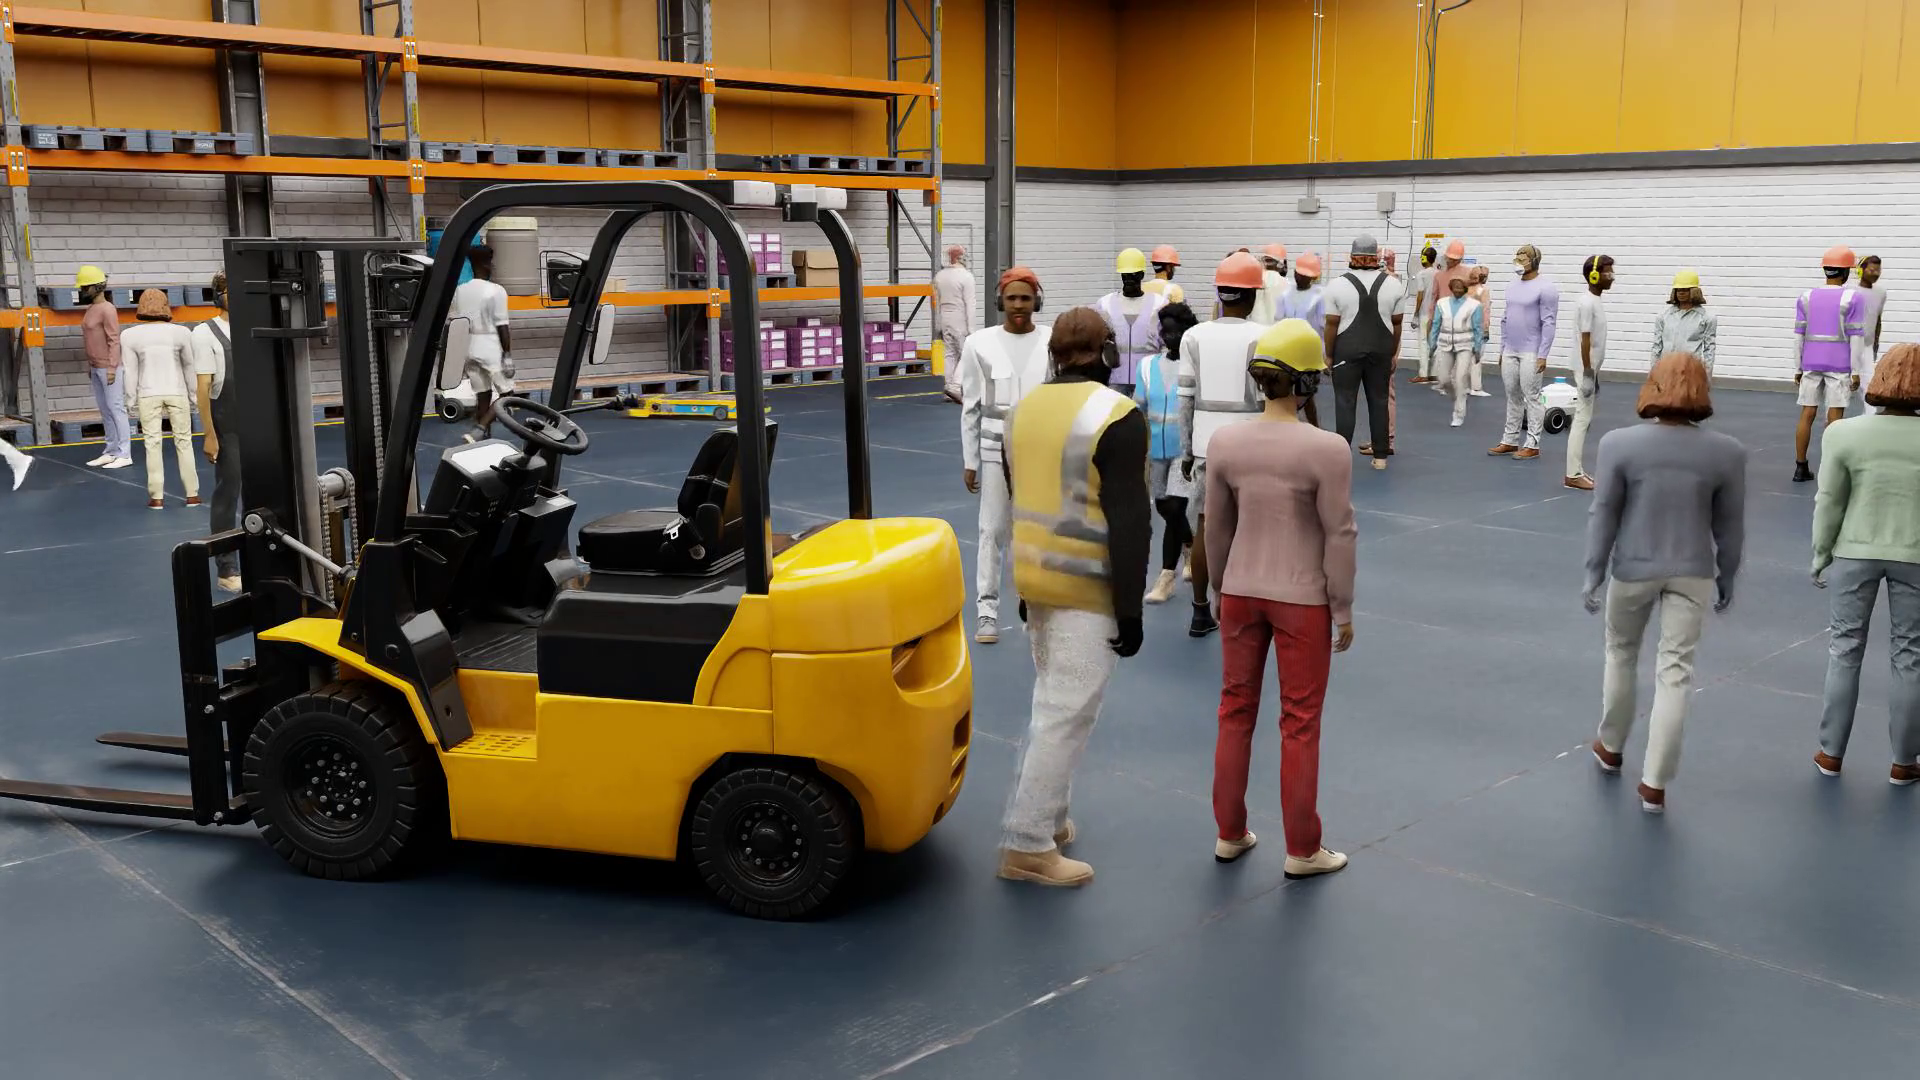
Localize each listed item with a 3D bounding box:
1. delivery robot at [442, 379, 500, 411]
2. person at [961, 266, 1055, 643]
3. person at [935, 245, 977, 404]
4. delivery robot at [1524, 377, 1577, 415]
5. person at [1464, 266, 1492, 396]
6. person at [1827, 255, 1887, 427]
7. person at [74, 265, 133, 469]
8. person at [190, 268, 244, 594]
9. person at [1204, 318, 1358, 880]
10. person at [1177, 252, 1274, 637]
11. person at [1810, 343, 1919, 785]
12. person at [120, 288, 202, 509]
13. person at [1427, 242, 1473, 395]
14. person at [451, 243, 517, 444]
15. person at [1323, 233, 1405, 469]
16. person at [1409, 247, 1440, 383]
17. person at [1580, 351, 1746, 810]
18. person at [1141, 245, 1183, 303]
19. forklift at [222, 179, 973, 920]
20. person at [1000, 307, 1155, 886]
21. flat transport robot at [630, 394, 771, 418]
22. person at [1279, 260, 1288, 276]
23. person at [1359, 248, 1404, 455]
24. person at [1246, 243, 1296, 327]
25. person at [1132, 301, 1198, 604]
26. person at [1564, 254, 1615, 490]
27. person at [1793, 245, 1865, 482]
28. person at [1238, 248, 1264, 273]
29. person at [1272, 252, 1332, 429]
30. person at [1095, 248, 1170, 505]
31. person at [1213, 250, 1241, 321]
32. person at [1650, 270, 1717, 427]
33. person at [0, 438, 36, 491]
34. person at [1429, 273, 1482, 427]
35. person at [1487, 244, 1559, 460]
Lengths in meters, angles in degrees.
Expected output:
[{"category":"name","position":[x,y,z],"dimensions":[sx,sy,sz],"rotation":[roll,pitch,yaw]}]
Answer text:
[{"category":"delivery robot","position":[-5.254,-1.607,18.108],"dimensions":[0.707,0.478,0.477],"rotation":[0,10,-1]},{"category":"person","position":[0.289,-0.410,8.249],"dimensions":[0.570,1.877,0.353],"rotation":[0,10,0]},{"category":"person","position":[-0.043,-2.586,20.041],"dimensions":[0.480,1.897,0.679],"rotation":[-9,14,-42]},{"category":"delivery robot","position":[6.203,-1.444,17.219],"dimensions":[0.707,0.478,0.477],"rotation":[-4,11,-23]},{"category":"person","position":[6.504,-2.629,20.974],"dimensions":[0.307,1.640,0.519],"rotation":[-3,11,-16]},{"category":"person","position":[9.026,-1.935,16.702],"dimensions":[0.543,1.816,0.970],"rotation":[0,10,2]},{"category":"person","position":[-7.474,-1.500,14.484],"dimensions":[0.523,1.765,0.322],"rotation":[10,14,42]},{"category":"person","position":[-4.099,-0.625,9.482],"dimensions":[0.331,1.844,0.520],"rotation":[4,11,22]},{"category":"person","position":[1.013,0.189,5.266],"dimensions":[0.522,1.769,0.311],"rotation":[8,13,39]},{"category":"person","position":[1.363,-0.458,8.319],"dimensions":[0.551,1.936,0.357],"rotation":[6,12,28]},{"category":"person","position":[3.428,0.091,6.159],"dimensions":[0.507,1.633,0.276],"rotation":[6,12,30]},{"category":"person","position":[-5.921,-1.044,12.347],"dimensions":[0.498,1.634,0.282],"rotation":[-5,11,-25]},{"category":"person","position":[6.266,-2.835,21.313],"dimensions":[0.540,1.942,0.759],"rotation":[-5,11,-24]},{"category":"person","position":[-4.223,-1.643,14.727],"dimensions":[0.637,1.953,0.562],"rotation":[6,12,28]},{"category":"person","position":[3.466,-1.630,14.433],"dimensions":[0.676,2.000,0.536],"rotation":[0,10,0]},{"category":"person","position":[6.405,-3.077,22.806],"dimensions":[0.534,1.864,0.310],"rotation":[-6,12,-31]},{"category":"person","position":[2.534,0.120,6.046],"dimensions":[0.532,1.603,0.746],"rotation":[3,11,16]},{"category":"person","position":[1.856,-1.744,15.345],"dimensions":[0.551,1.932,0.376],"rotation":[10,14,43]},{"category":"forklift","position":[-1.114,-0.058,5.440],"dimensions":[2.313,2.155,1.214],"rotation":[2,11,13]},{"category":"person","position":[0.339,0.175,5.260],"dimensions":[0.531,1.802,0.661],"rotation":[-6,12,-31]},{"category":"flat transport robot","position":[-2.885,-1.495,18.526],"dimensions":[1.431,0.197,0.652],"rotation":[2,11,8]},{"category":"person","position":[4.600,-3.223,24.056],"dimensions":[0.318,1.699,0.535],"rotation":[4,11,22]},{"category":"person","position":[3.886,-1.740,15.401],"dimensions":[0.403,1.906,0.652],"rotation":[3,11,14]},{"category":"person","position":[3.254,-2.159,17.577],"dimensions":[0.640,1.954,1.011],"rotation":[10,14,43]},{"category":"person","position":[1.238,-0.519,9.402],"dimensions":[0.536,1.663,0.829],"rotation":[7,13,34]},{"category":"person","position":[5.043,-1.337,13.309],"dimensions":[0.317,1.867,0.522],"rotation":[4,11,23]},{"category":"person","position":[7.079,-1.419,13.559],"dimensions":[0.360,1.939,0.543],"rotation":[-8,13,-37]},{"category":"person","position":[4.148,-3.351,24.379],"dimensions":[0.621,1.837,0.429],"rotation":[-2,11,-10]},{"category":"person","position":[3.095,-1.720,15.387],"dimensions":[1.017,1.858,0.609],"rotation":[-9,14,-39]},{"category":"person","position":[1.284,-1.214,12.476],"dimensions":[0.594,1.925,0.378],"rotation":[2,11,12]},{"category":"person","position":[3.262,-2.487,19.642],"dimensions":[0.567,1.845,0.383],"rotation":[6,12,29]},{"category":"person","position":[5.908,-1.337,13.643],"dimensions":[0.494,1.743,0.302],"rotation":[8,13,36]},{"category":"person","position":[-7.672,-1.245,12.767],"dimensions":[0.871,1.886,0.609],"rotation":[-9,13,-39]},{"category":"person","position":[5.313,-2.029,17.727],"dimensions":[0.570,1.621,0.489],"rotation":[8,13,38]},{"category":"person","position":[5.114,-1.696,15.073],"dimensions":[0.373,1.940,0.628],"rotation":[-4,11,-23]}]
